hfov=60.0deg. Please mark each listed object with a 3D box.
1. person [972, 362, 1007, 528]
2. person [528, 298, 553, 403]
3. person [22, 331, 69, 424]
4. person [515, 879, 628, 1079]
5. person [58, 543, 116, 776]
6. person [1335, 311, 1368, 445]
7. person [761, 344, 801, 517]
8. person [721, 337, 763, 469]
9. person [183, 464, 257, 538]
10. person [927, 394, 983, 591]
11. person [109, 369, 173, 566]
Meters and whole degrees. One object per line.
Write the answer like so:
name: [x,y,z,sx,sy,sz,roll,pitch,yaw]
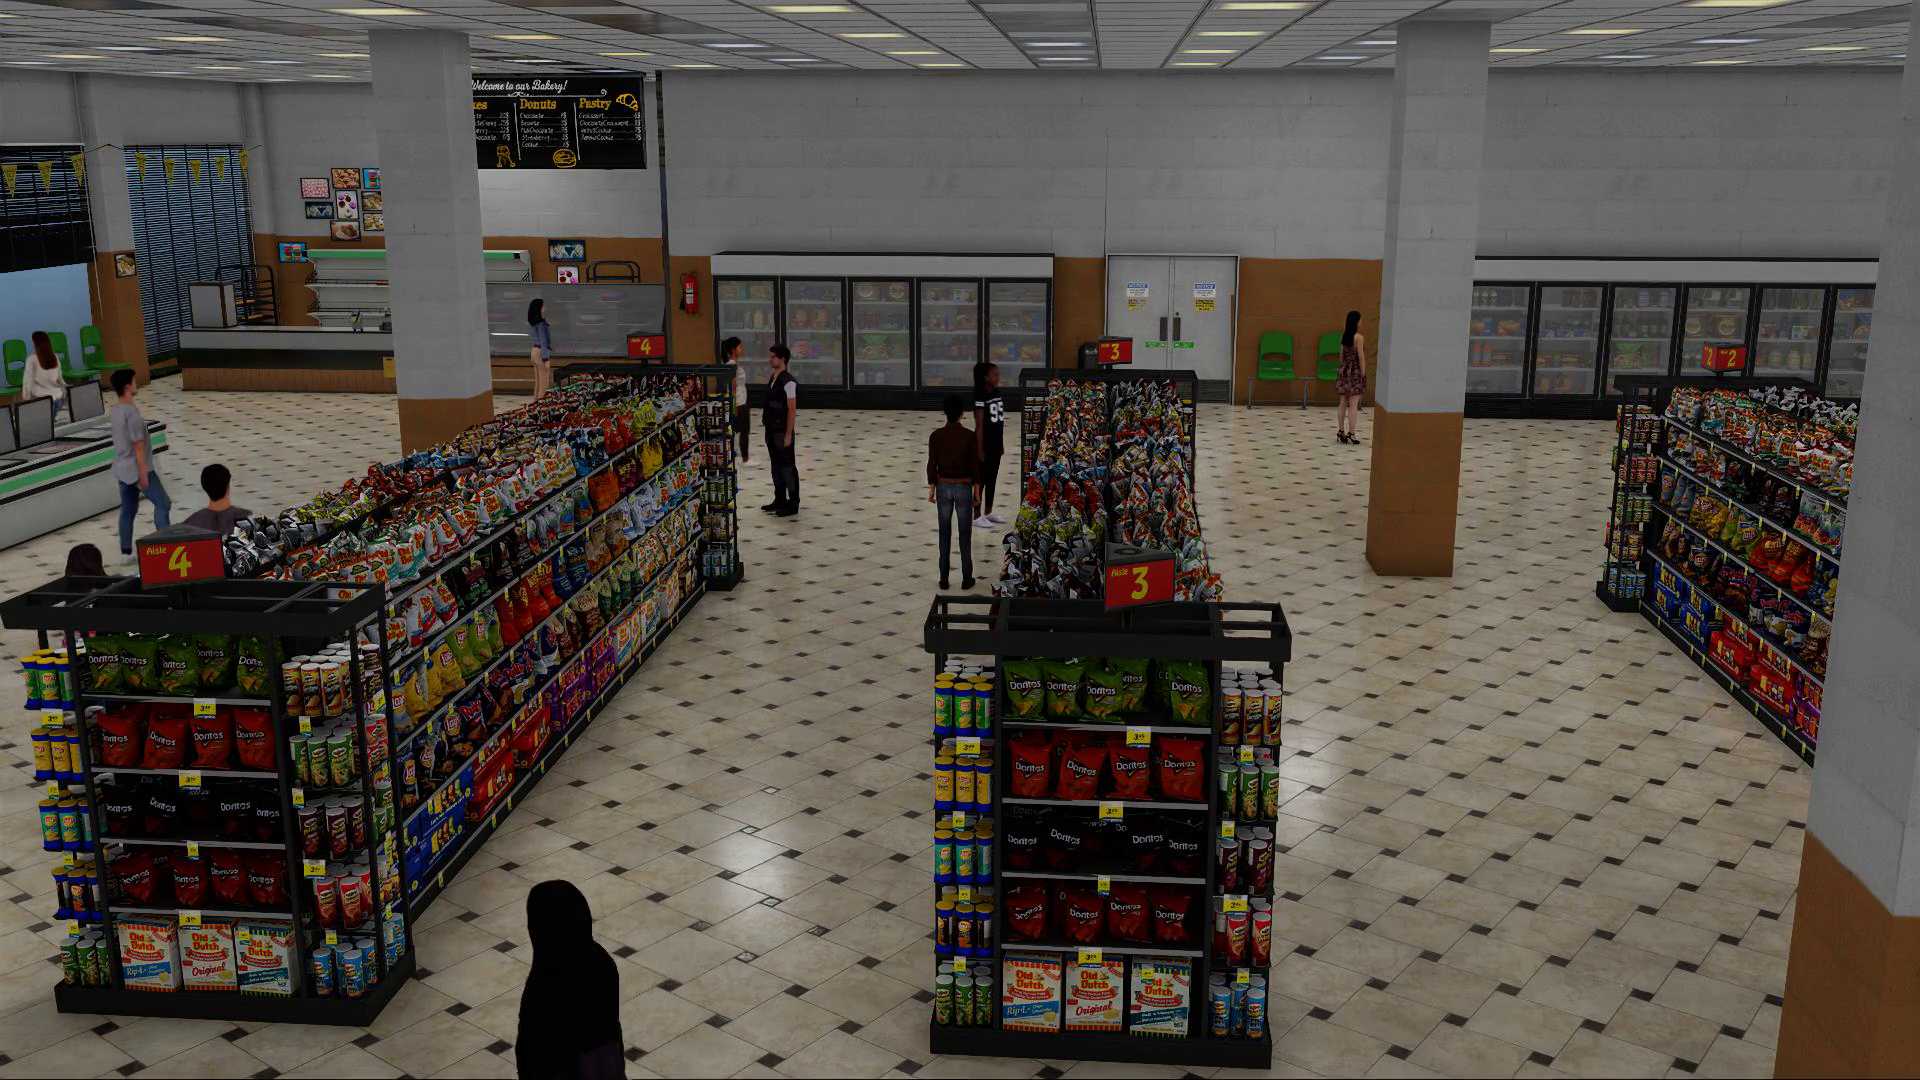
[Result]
person: [0.290,-1.013,17.553,0.746,1.728,0.634,8,16,31]
person: [-6.055,-2.597,23.990,0.749,1.773,0.667,-8,16,-30]
person: [-11.267,-1.736,20.647,0.783,1.676,0.753,5,15,20]
person: [-1.243,1.947,5.659,0.956,1.582,1.116,7,15,27]
person: [-5.334,0.828,10.227,0.641,1.605,0.666,-1,14,-3]
person: [5.243,-2.179,22.265,0.860,1.774,0.784,-8,16,-29]
person: [-1.936,-1.201,18.075,0.799,1.849,0.719,-9,16,-34]
person: [-2.838,-1.674,20.492,0.771,1.628,0.931,-2,14,-7]
person: [-5.018,0.426,11.423,0.740,1.822,1.116,0,14,-1]
person: [-0.048,-0.435,15.055,0.639,1.782,0.510,1,14,6]
person: [-7.951,-0.667,15.832,0.922,1.868,0.998,11,17,38]
